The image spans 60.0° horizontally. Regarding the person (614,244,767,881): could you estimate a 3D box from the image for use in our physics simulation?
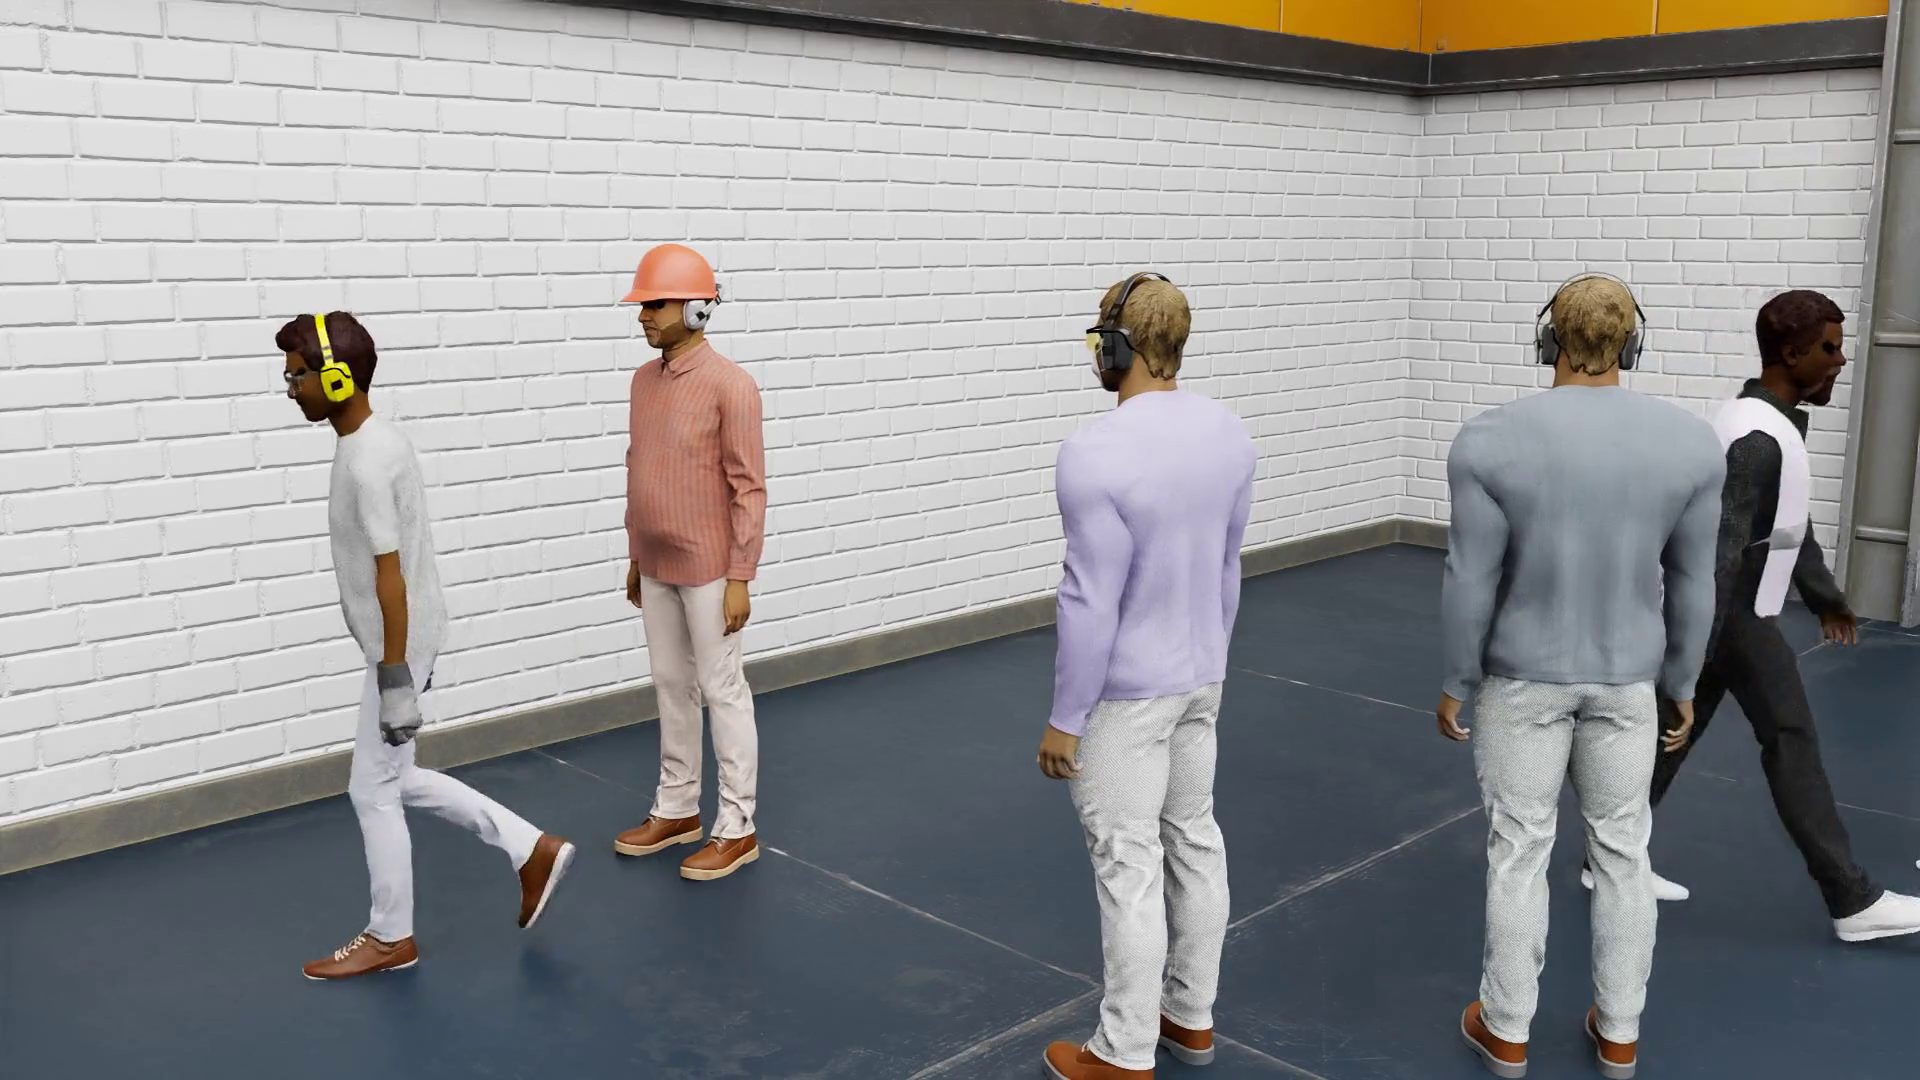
[{"bbox_3d":[-0.867,0.070,5.285,0.618,1.994,0.380,9,14,42],"label":"person"}]

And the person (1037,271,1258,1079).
[{"bbox_3d":[0.424,0.353,3.896,0.371,1.941,0.627,10,14,43],"label":"person"}]

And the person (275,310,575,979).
[{"bbox_3d":[-1.454,0.298,4.493,0.654,1.839,0.541,-3,11,-17],"label":"person"}]

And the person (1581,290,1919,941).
[{"bbox_3d":[2.356,0.222,4.823,1.012,1.864,0.607,4,11,21],"label":"person"}]

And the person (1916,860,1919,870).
[{"bbox_3d":[3.264,0.207,5.227,0.295,1.743,0.493,9,13,39],"label":"person"}]

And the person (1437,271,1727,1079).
[{"bbox_3d":[1.457,0.338,3.978,0.633,1.938,0.356,1,10,5],"label":"person"}]
